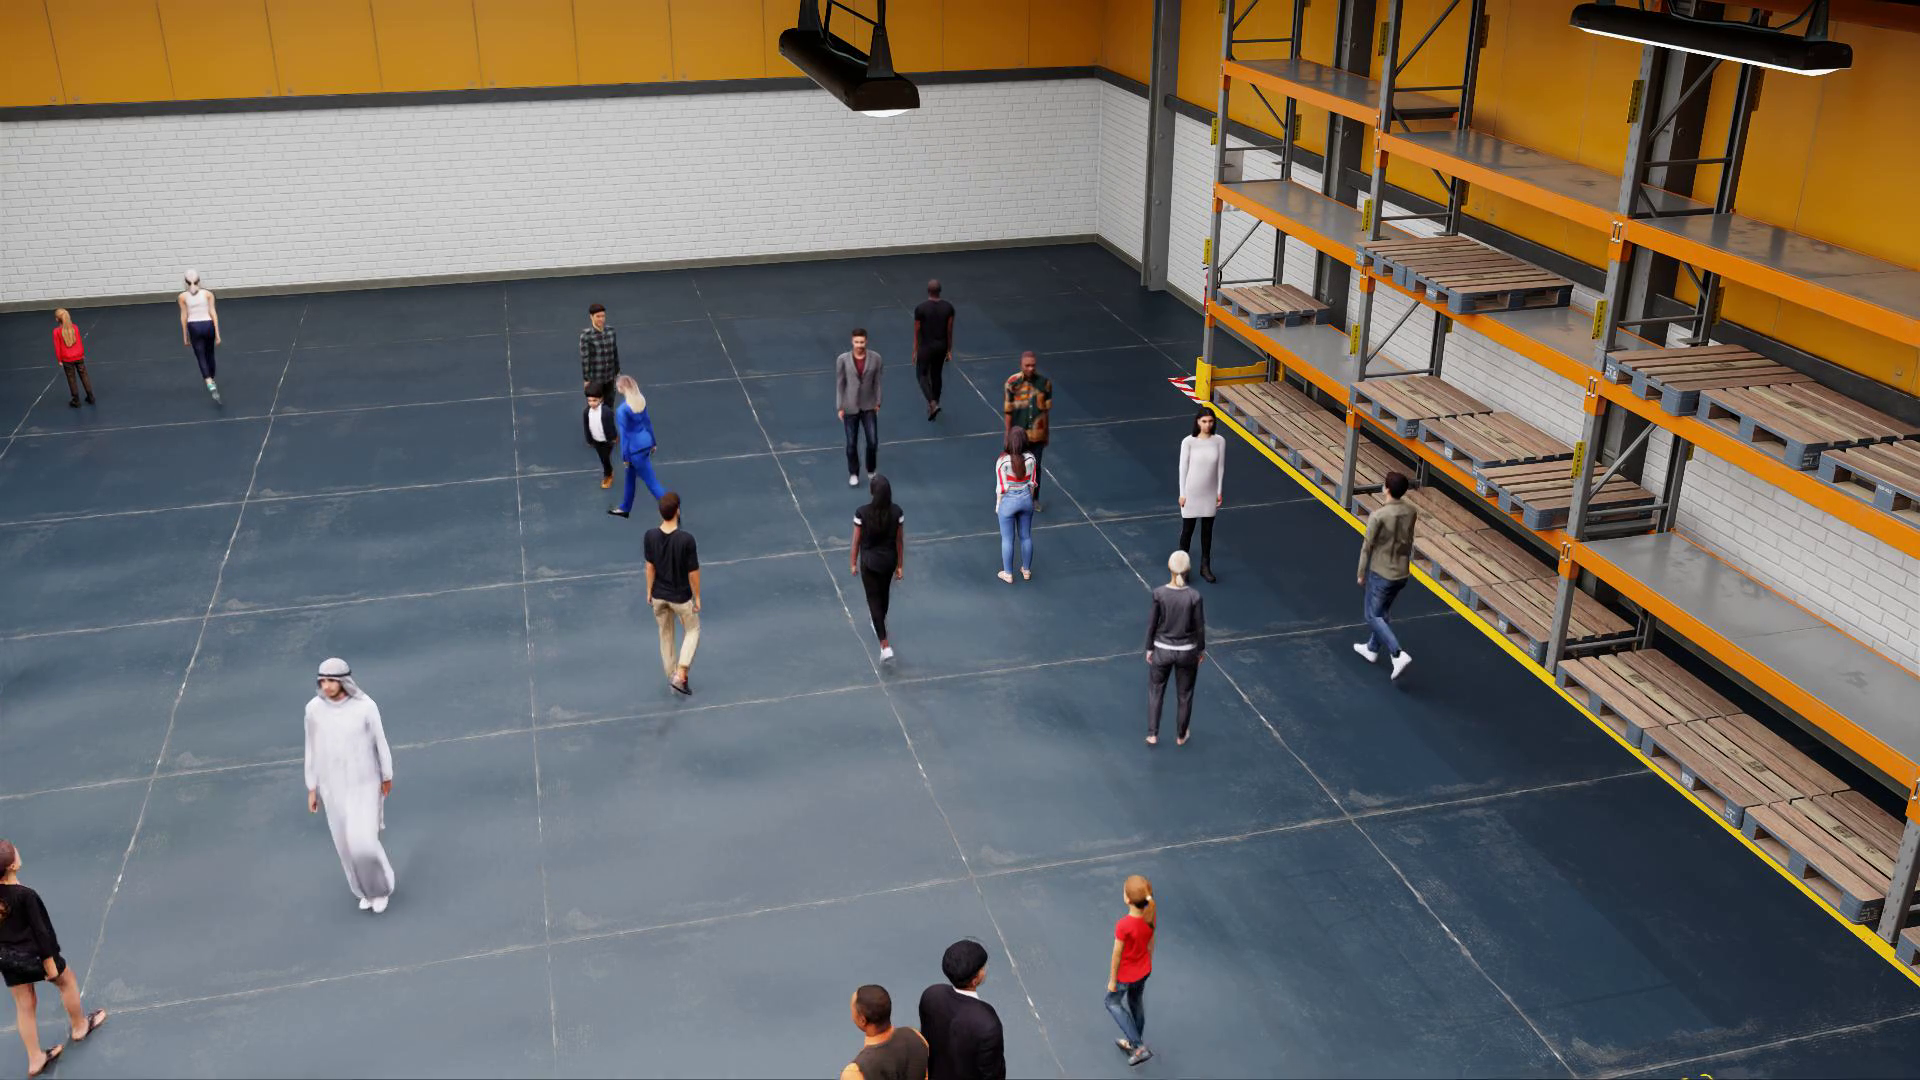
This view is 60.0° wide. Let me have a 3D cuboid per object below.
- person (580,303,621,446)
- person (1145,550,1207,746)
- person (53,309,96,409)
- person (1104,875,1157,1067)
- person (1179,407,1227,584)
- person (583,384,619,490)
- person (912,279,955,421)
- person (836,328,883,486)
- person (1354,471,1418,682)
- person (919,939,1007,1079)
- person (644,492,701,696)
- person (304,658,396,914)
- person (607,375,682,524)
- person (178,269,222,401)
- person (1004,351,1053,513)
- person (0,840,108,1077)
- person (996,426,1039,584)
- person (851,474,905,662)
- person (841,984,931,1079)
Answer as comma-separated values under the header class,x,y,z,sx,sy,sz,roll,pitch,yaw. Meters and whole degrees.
class,x,y,z,sx,sy,sz,roll,pitch,yaw
person,-4.311,-2.011,19.920,0.751,1.713,0.700,-20,31,-39
person,1.734,0.891,13.396,0.742,1.729,0.757,6,24,13
person,-11.411,-2.349,21.366,0.623,1.282,0.575,18,29,35
person,1.074,2.623,9.971,0.603,1.299,0.683,-17,29,-33
person,2.373,-0.453,16.371,0.628,1.809,0.564,-3,24,-8
person,-4.031,-1.213,18.858,0.656,1.209,0.721,6,24,13
person,-0.325,-2.323,20.646,0.695,1.810,0.856,-8,25,-17
person,-1.143,-1.513,18.740,0.740,1.853,0.706,-2,24,-4
person,3.783,0.331,14.532,0.842,1.846,1.120,-11,26,-24
person,0.018,2.882,8.648,0.704,1.884,0.835,20,31,39
person,-2.464,0.518,14.104,0.818,1.845,0.921,3,24,7
person,-4.169,1.639,11.457,0.811,1.912,0.891,2,24,4
person,-3.315,-0.906,17.613,1.092,1.644,1.177,8,25,17
person,-9.795,-2.628,21.524,0.775,1.666,1.188,-12,26,-26
person,0.730,-1.182,18.040,0.710,1.807,0.673,-4,24,-9
person,-5.615,2.517,9.910,0.754,1.542,0.892,4,24,9
person,0.555,-0.363,16.409,0.609,1.614,0.533,-9,25,-19
person,-0.713,0.270,14.859,0.611,1.695,1.127,-7,24,-15
person,-0.275,3.088,8.211,1.373,1.855,1.213,17,29,34
